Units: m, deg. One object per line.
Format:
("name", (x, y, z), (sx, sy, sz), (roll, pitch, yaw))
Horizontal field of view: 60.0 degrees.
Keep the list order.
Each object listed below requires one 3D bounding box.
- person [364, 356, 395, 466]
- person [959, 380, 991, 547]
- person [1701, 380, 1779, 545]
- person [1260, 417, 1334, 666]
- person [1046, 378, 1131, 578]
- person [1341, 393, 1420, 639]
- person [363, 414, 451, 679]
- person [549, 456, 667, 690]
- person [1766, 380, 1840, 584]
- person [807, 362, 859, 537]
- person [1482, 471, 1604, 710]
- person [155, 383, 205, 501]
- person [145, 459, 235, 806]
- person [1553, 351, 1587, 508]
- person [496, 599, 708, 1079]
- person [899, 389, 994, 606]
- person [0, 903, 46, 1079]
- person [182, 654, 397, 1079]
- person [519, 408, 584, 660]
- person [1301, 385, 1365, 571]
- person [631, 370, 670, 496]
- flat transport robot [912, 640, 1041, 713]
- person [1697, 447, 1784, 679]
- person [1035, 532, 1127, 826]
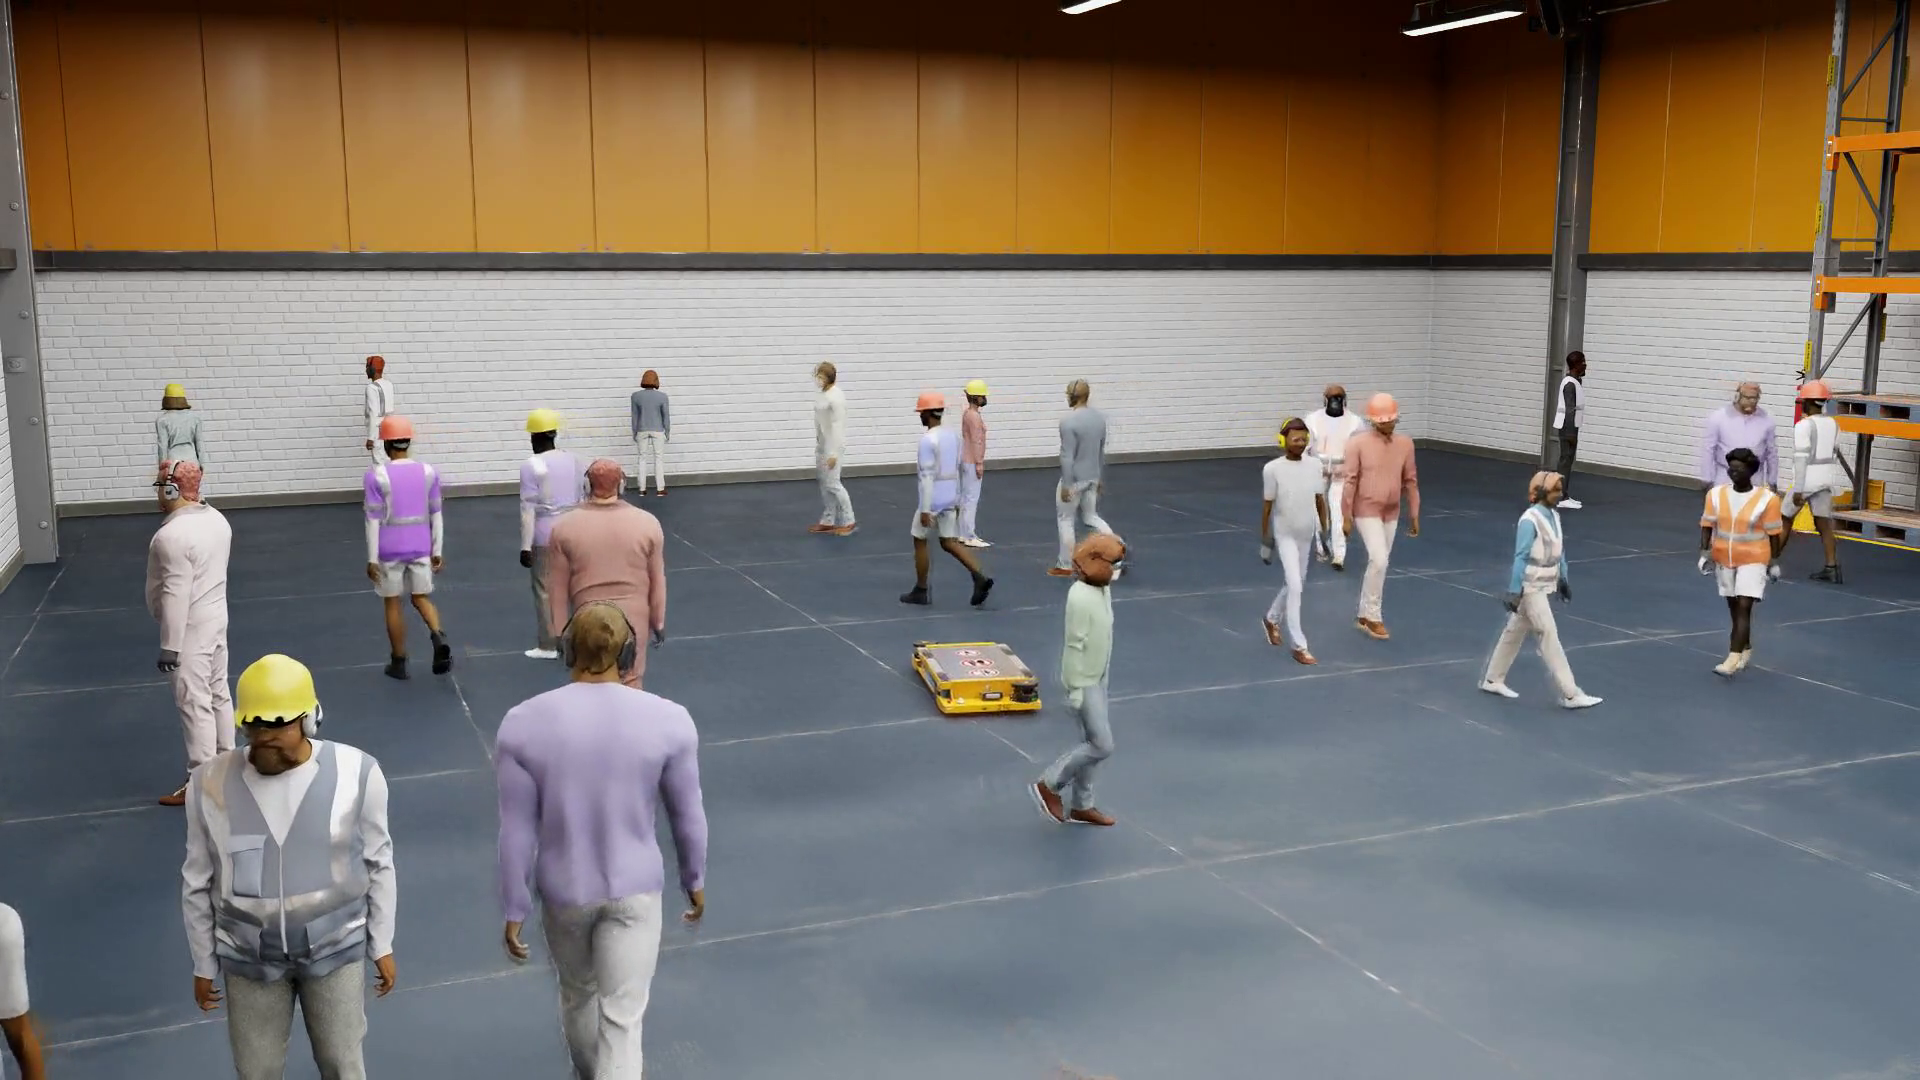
("person", (-6.994, -1.276, 20.048), (0.348, 1.882, 0.584), (1, 9, 5))
("person", (0.164, -0.810, 17.581), (0.324, 1.767, 0.533), (-2, 10, -11))
("person", (7.554, -0.628, 16.152), (0.683, 1.876, 0.575), (2, 10, 12))
("person", (2.515, -0.030, 12.633), (0.514, 1.841, 0.901), (-4, 10, -22))
("person", (1.206, -0.560, 15.646), (0.784, 1.919, 0.636), (8, 12, 40))
("person", (3.394, -0.187, 13.223), (0.646, 1.950, 0.690), (-4, 10, -24))
("person", (-3.920, 0.068, 11.820), (0.550, 1.922, 0.620), (-8, 12, -41))
("person", (-1.990, 0.466, 9.459), (0.654, 1.891, 0.456), (-2, 10, -13))
("person", (7.946, -0.558, 15.683), (0.569, 1.889, 0.900), (-4, 10, -25))
("person", (-1.393, -0.990, 18.274), (0.509, 1.914, 0.682), (-4, 10, -20))
("person", (3.926, 0.329, 11.177), (0.851, 1.585, 0.538), (7, 12, 37))
("person", (-8.175, -0.775, 17.439), (0.321, 1.742, 0.492), (7, 12, 37))
("person", (-4.266, 0.503, 9.202), (0.409, 1.908, 0.647), (0, 9, -2))
("person", (7.493, -1.358, 20.436), (0.386, 1.921, 0.596), (3, 10, 20))
("person", (-1.153, 1.123, 5.490), (0.646, 1.885, 1.022), (-1, 9, -5))
("person", (-0.129, -0.347, 14.386), (0.836, 1.905, 0.545), (6, 11, 34))
("person", (-2.459, 1.415, 4.007), (0.549, 1.830, 0.901), (-3, 10, -19))
("person", (-2.013, 1.231, 5.022), (0.601, 1.827, 0.403), (-3, 10, -15))
("person", (-3.009, -0.031, 12.443), (0.558, 1.912, 0.593), (5, 11, 28))
("person", (3.636, -0.615, 16.330), (0.616, 1.799, 0.976), (3, 10, 16))
("person", (-3.980, -1.372, 21.410), (0.502, 1.627, 0.270), (0, 9, 0))
("flat transport robot", (0.092, 0.928, 11.571), (0.652, 0.197, 1.431), (-2, 9, -10))
("person", (5.566, 0.168, 11.968), (0.854, 1.653, 0.533), (-7, 12, -38))
("person", (0.660, 0.744, 8.640), (0.401, 1.603, 0.537), (4, 10, 21))
